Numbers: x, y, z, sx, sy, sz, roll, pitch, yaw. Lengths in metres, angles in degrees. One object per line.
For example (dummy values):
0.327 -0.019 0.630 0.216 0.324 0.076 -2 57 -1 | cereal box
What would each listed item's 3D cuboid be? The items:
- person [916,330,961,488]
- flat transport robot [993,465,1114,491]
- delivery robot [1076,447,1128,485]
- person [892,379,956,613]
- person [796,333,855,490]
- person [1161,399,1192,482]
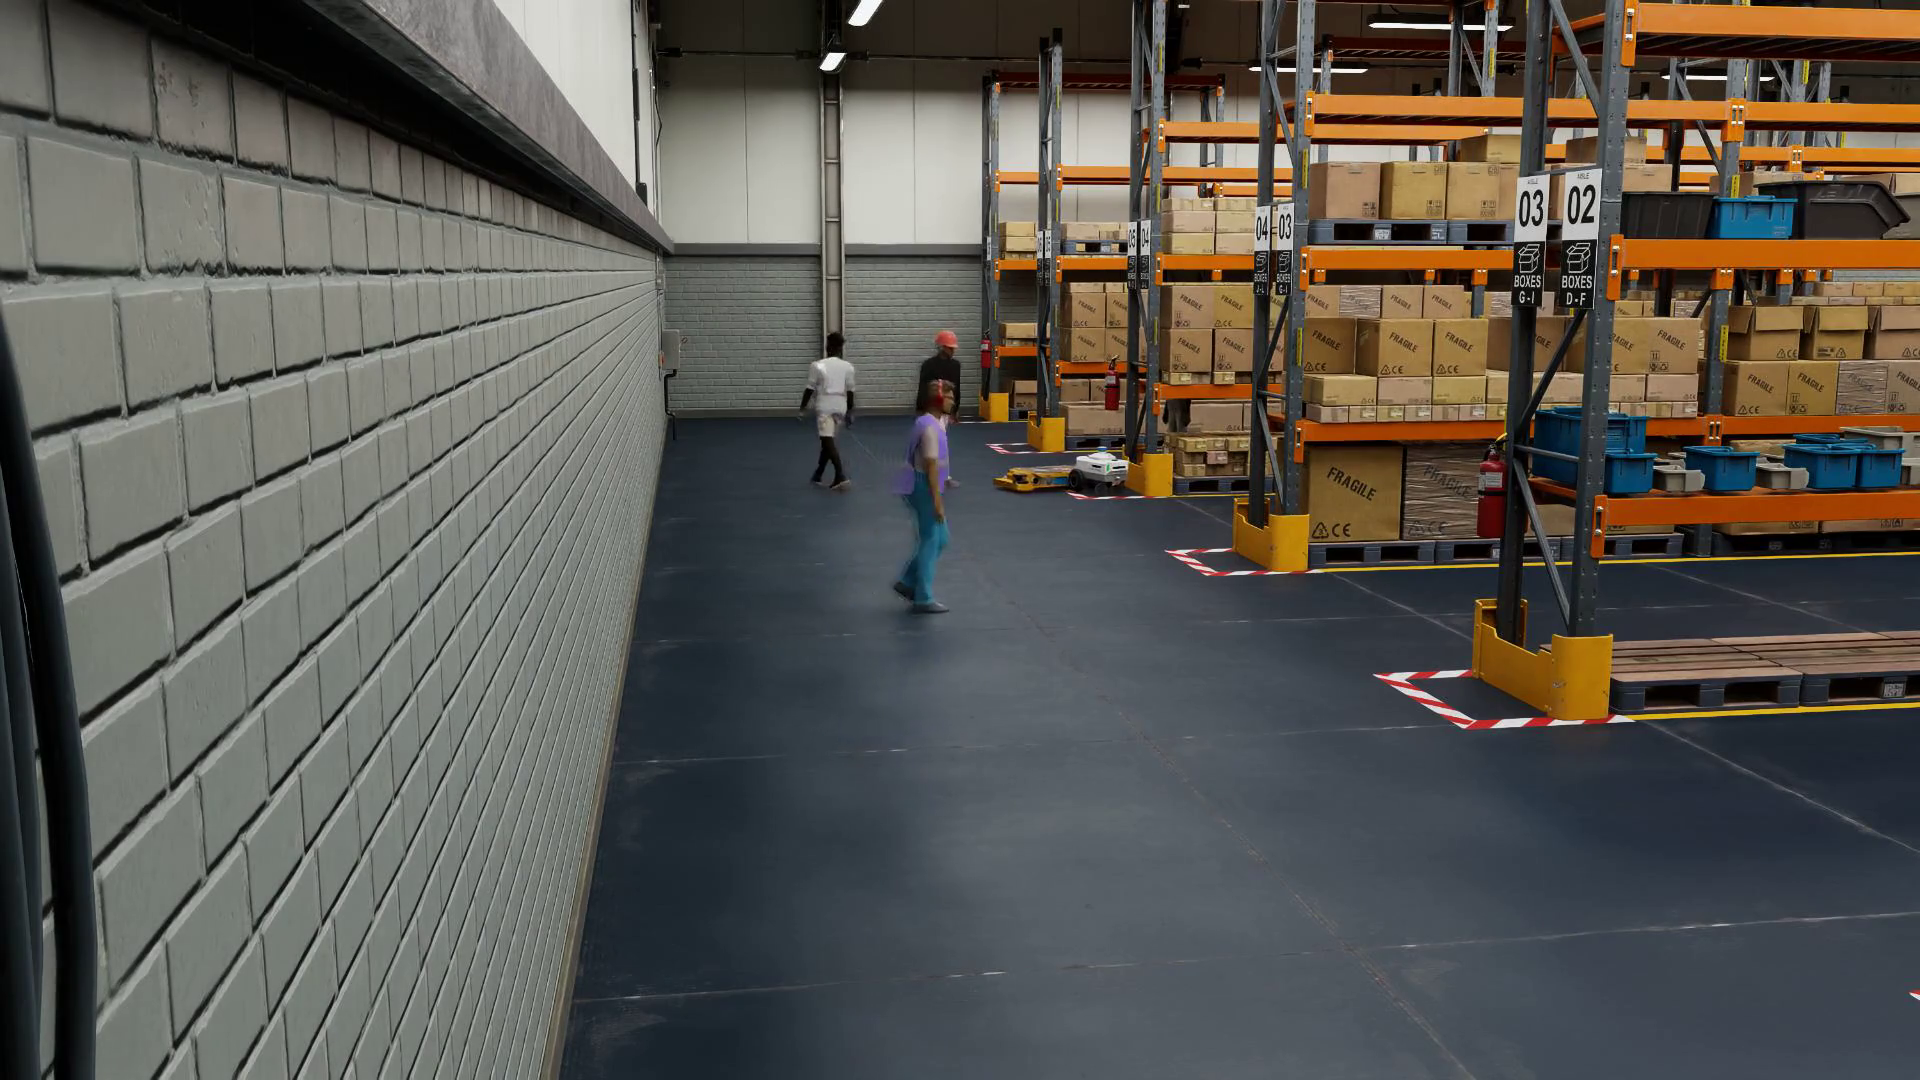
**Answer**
-0.335 -1.633 20.554 0.939 1.944 0.643 9 13 43 | person
1.188 -0.774 20.362 1.431 0.197 0.652 -4 10 -25 | flat transport robot
1.691 -0.868 19.783 0.477 0.478 0.707 -5 11 -30 | delivery robot
-0.252 -0.335 12.885 0.438 1.822 0.613 0 9 0 | person
-1.588 -1.575 20.300 0.712 1.906 0.998 -6 11 -35 | person
2.688 -1.607 20.630 0.326 1.860 0.515 -4 10 -25 | person
